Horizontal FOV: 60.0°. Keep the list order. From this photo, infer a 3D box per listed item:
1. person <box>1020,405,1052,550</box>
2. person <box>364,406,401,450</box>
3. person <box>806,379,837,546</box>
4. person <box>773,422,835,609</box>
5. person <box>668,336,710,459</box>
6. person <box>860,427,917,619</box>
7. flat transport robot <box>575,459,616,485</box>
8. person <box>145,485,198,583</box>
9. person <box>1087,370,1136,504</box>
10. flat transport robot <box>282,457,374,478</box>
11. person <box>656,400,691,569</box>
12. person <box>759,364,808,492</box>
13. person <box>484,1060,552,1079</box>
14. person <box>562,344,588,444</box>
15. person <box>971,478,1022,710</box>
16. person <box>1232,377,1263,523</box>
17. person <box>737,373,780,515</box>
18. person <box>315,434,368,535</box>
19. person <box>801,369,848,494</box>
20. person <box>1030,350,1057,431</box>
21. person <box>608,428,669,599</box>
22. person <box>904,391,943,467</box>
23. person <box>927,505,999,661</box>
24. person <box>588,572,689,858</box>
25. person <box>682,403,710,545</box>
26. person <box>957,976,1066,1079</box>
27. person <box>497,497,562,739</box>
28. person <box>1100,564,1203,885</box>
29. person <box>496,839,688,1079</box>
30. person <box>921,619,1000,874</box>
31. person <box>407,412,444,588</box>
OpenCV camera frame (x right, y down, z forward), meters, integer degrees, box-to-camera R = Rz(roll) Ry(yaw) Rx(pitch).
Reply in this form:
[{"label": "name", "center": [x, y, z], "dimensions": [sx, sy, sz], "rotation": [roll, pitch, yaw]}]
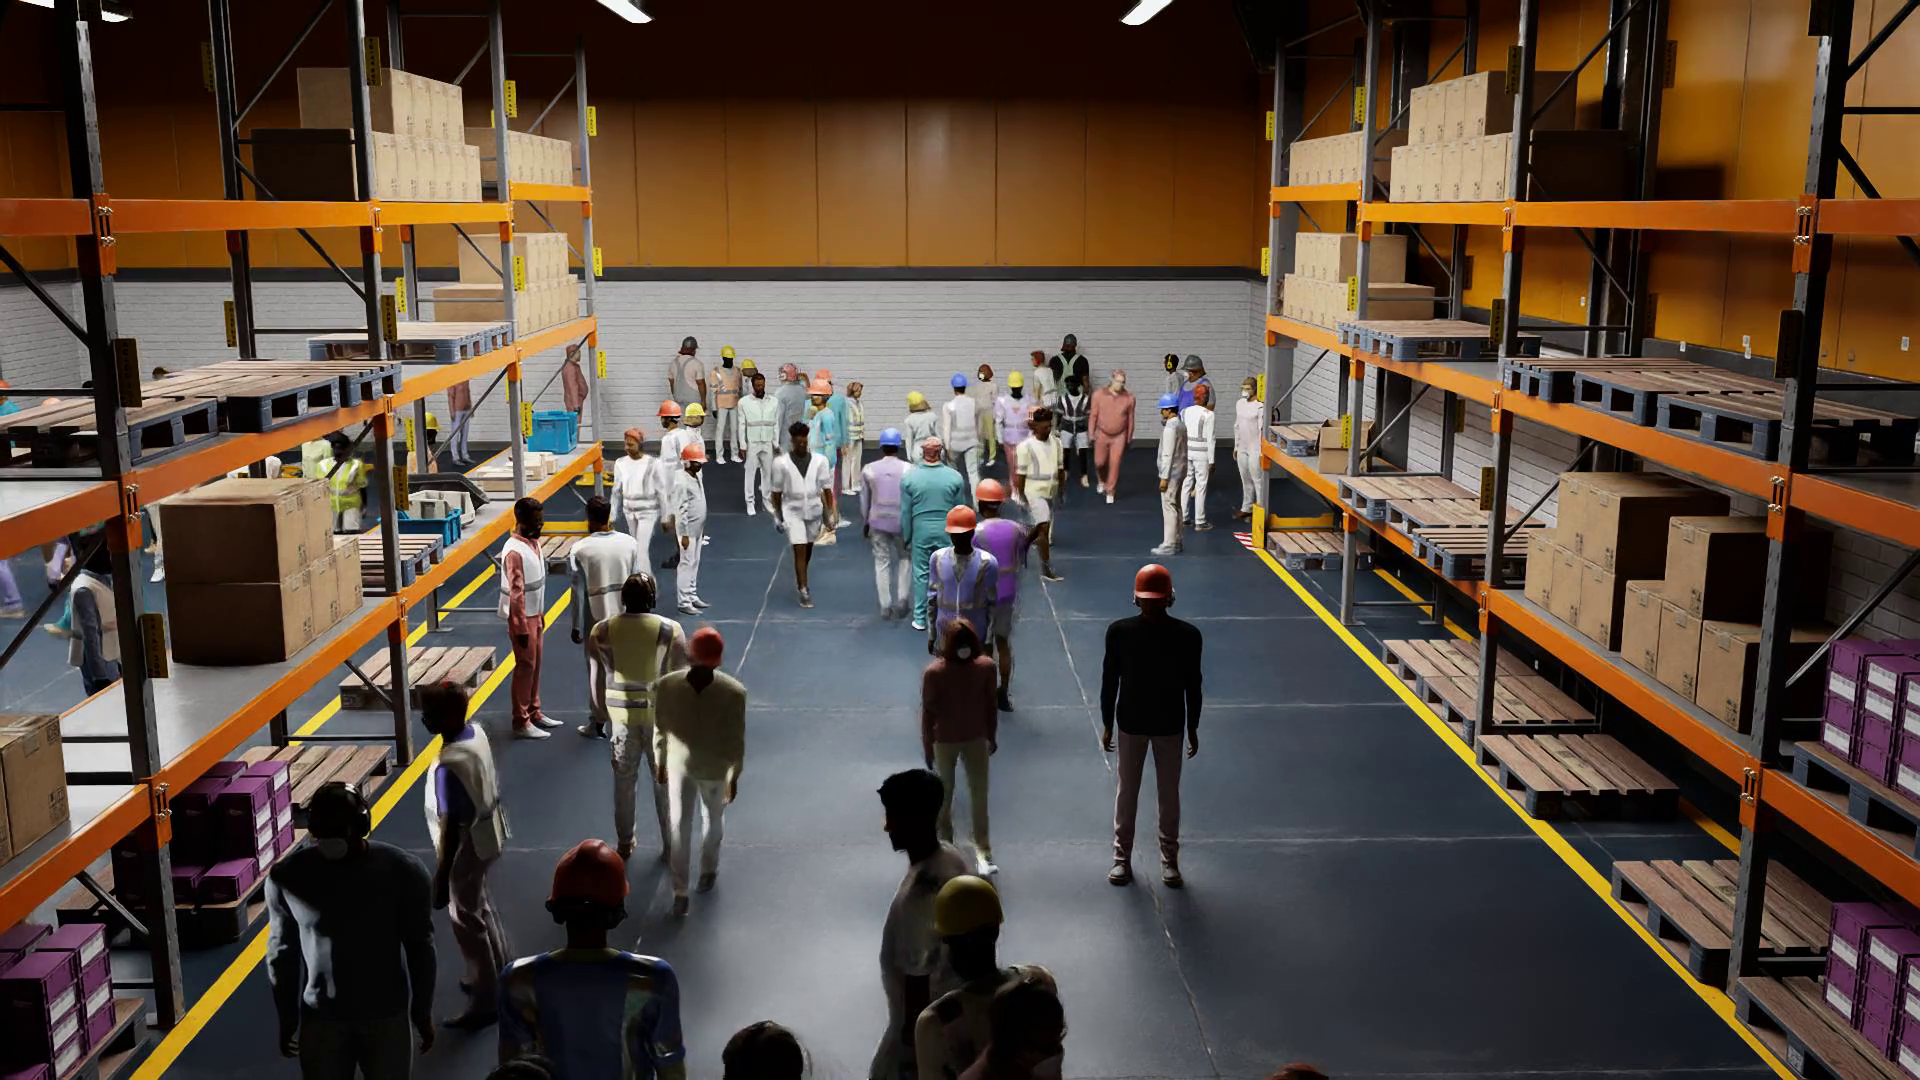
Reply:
[{"label": "person", "center": [0.928, -0.764, 20.182], "dimensions": [0.342, 1.750, 0.568], "rotation": [-5, 12, -23]}, {"label": "person", "center": [-8.991, -1.978, 25.885], "dimensions": [0.597, 1.907, 0.651], "rotation": [-7, 13, -32]}, {"label": "person", "center": [-1.695, -0.952, 20.391], "dimensions": [0.364, 2.048, 0.608], "rotation": [-3, 12, -15]}, {"label": "person", "center": [-1.656, -0.303, 17.492], "dimensions": [0.618, 1.920, 1.033], "rotation": [-4, 12, -18]}, {"label": "person", "center": [-4.411, -2.335, 27.342], "dimensions": [0.688, 2.000, 0.536], "rotation": [6, 13, 29]}, {"label": "person", "center": [-0.690, -0.188, 16.843], "dimensions": [0.633, 1.928, 0.634], "rotation": [1, 11, 6]}, {"label": "flat transport robot", "center": [-5.325, -1.028, 25.241], "dimensions": [0.652, 0.197, 1.431], "rotation": [1, 11, 3]}, {"label": "person", "center": [-8.865, -0.487, 18.547], "dimensions": [0.635, 1.863, 0.705], "rotation": [2, 11, 9]}, {"label": "person", "center": [2.132, -1.471, 23.411], "dimensions": [0.671, 1.880, 0.641], "rotation": [1, 11, 5]}, {"label": "flat transport robot", "center": [-9.815, -1.111, 25.659], "dimensions": [0.652, 0.197, 1.431], "rotation": [5, 12, 23]}, {"label": "person", "center": [-3.281, -0.634, 19.071], "dimensions": [0.377, 1.938, 0.547], "rotation": [3, 12, 13]}, {"label": "person", "center": [-2.478, -1.606, 24.100], "dimensions": [0.959, 1.866, 0.619], "rotation": [-10, 15, -42]}, {"label": "person", "center": [-1.115, 2.269, 4.646], "dimensions": [0.626, 1.904, 0.916], "rotation": [6, 13, 27]}, {"label": "person", "center": [-6.291, -2.250, 27.244], "dimensions": [0.408, 1.913, 0.641], "rotation": [-4, 12, -18]}, {"label": "person", "center": [0.258, 0.455, 13.661], "dimensions": [0.555, 1.923, 0.457], "rotation": [-7, 13, -30]}, {"label": "person", "center": [3.834, -1.186, 21.872], "dimensions": [0.371, 1.932, 0.629], "rotation": [-5, 12, -25]}, {"label": "person", "center": [-2.716, -1.303, 22.474], "dimensions": [0.592, 1.919, 0.389], "rotation": [-7, 13, -30]}, {"label": "person", "center": [-6.792, -0.337, 18.229], "dimensions": [0.544, 1.673, 0.599], "rotation": [0, 11, 0]}, {"label": "person", "center": [-1.892, -1.331, 22.517], "dimensions": [0.636, 1.948, 0.981], "rotation": [-7, 13, -31]}, {"label": "person", "center": [1.355, -2.185, 27.126], "dimensions": [0.454, 1.821, 0.591], "rotation": [7, 13, 31]}, {"label": "person", "center": [-3.379, -0.211, 17.132], "dimensions": [0.598, 1.859, 0.824], "rotation": [6, 13, 26]}, {"label": "person", "center": [-0.480, -1.134, 22.150], "dimensions": [0.533, 1.701, 0.446], "rotation": [-3, 12, -15]}, {"label": "person", "center": [0.013, 0.691, 12.424], "dimensions": [0.544, 1.939, 0.354], "rotation": [2, 12, 12]}, {"label": "person", "center": [-2.013, 1.111, 10.563], "dimensions": [0.634, 1.842, 0.429], "rotation": [0, 11, 0]}, {"label": "person", "center": [-3.253, -0.820, 20.495], "dimensions": [0.294, 1.744, 0.486], "rotation": [-1, 11, -5]}, {"label": "person", "center": [0.217, 2.190, 5.009], "dimensions": [0.666, 1.896, 0.689], "rotation": [5, 12, 24]}, {"label": "person", "center": [-3.382, 0.603, 12.950], "dimensions": [0.402, 1.909, 0.598], "rotation": [0, 11, -1]}, {"label": "person", "center": [1.161, 1.119, 10.134], "dimensions": [0.620, 1.994, 0.381], "rotation": [1, 11, 6]}, {"label": "person", "center": [-1.223, 1.994, 5.627], "dimensions": [0.615, 2.043, 0.373], "rotation": [-1, 11, -3]}, {"label": "person", "center": [0.015, 1.279, 10.326], "dimensions": [0.522, 1.589, 0.827], "rotation": [-3, 12, -14]}, {"label": "person", "center": [-5.813, -0.436, 18.141], "dimensions": [0.409, 1.918, 0.584], "rotation": [-3, 12, -14]}]
